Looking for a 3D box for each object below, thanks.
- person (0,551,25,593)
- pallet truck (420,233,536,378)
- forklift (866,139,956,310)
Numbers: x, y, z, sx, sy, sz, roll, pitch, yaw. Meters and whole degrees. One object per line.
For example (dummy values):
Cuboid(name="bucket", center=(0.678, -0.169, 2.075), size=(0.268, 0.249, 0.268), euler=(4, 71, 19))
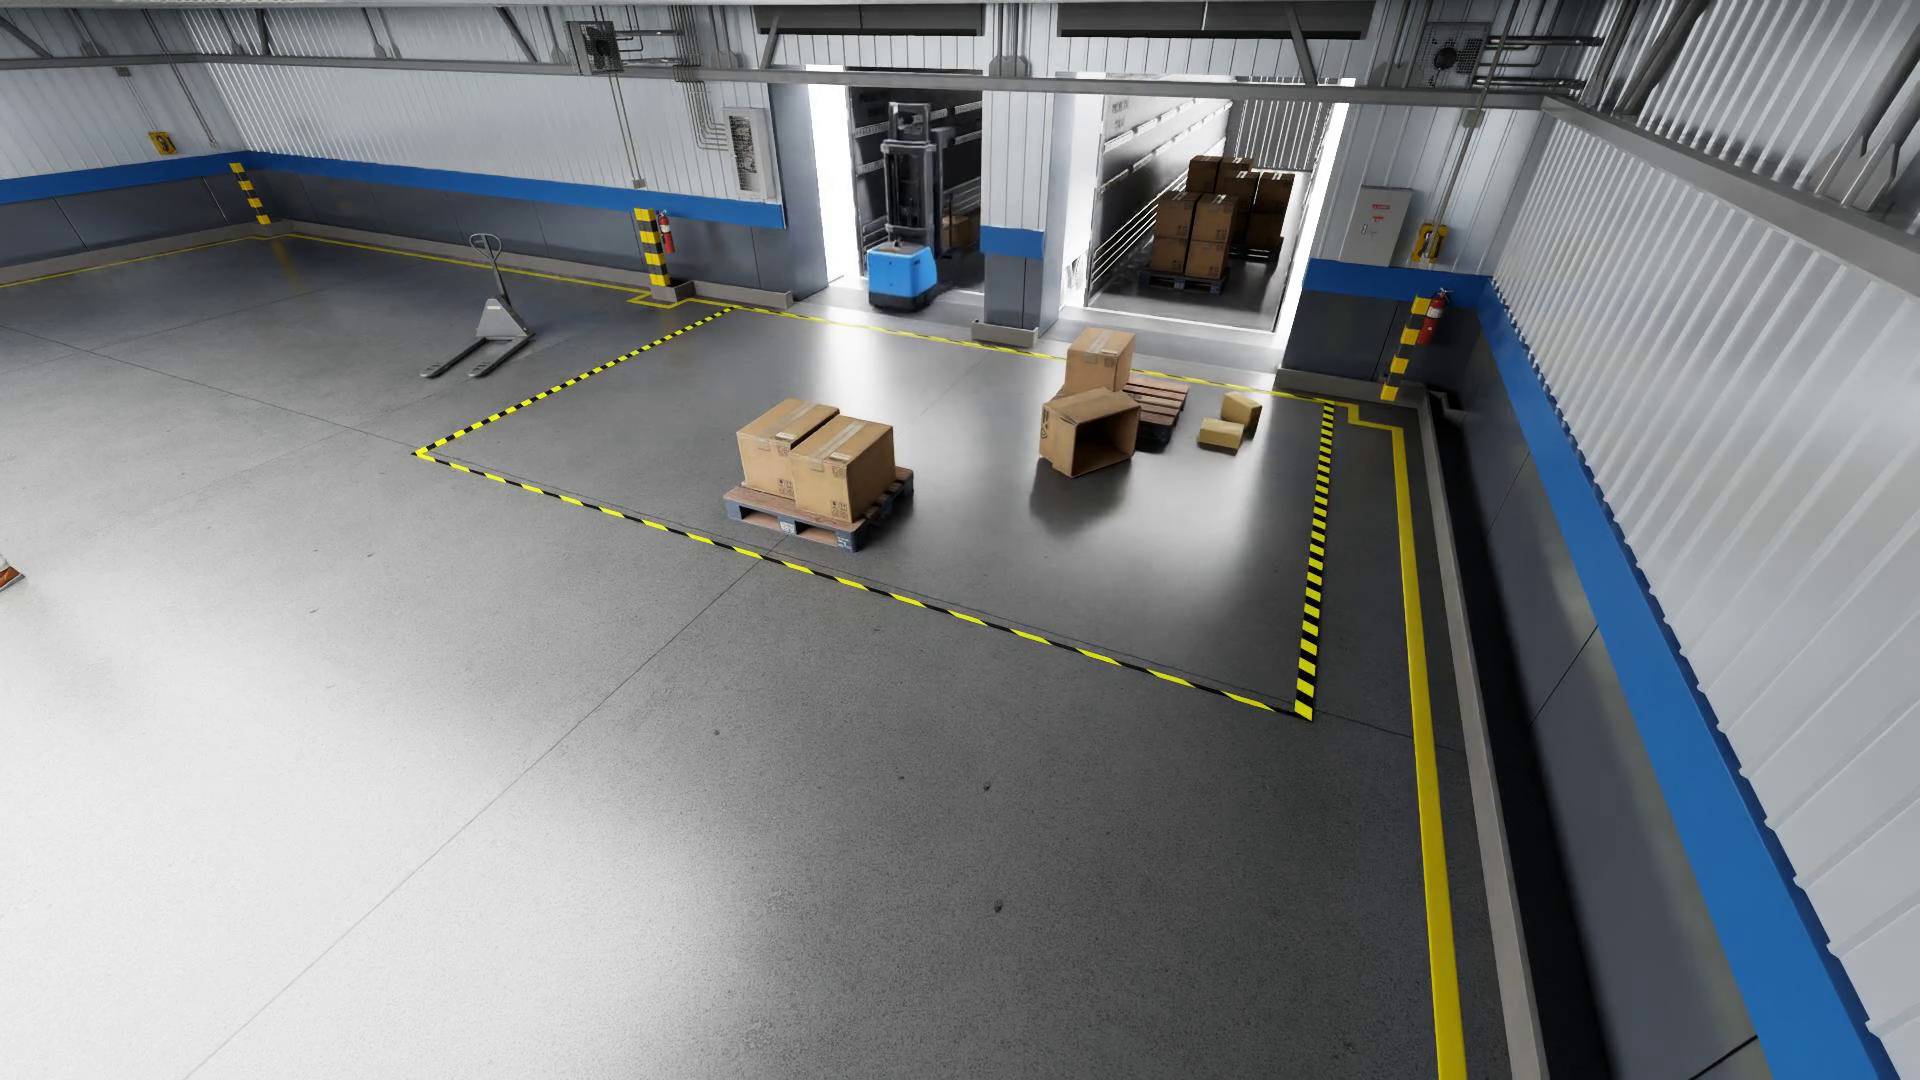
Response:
Cuboid(name="person", center=(-6.910, -0.459, 4.653), size=(0.603, 1.949, 0.384), euler=(7, 36, 10))
Cuboid(name="pallet truck", center=(-5.664, -2.712, 8.427), size=(0.680, 1.201, 1.601), euler=(0, 35, -1))
Cuboid(name="forklift", center=(-0.773, -4.208, 9.835), size=(0.716, 2.013, 0.776), euler=(15, 38, 20))
